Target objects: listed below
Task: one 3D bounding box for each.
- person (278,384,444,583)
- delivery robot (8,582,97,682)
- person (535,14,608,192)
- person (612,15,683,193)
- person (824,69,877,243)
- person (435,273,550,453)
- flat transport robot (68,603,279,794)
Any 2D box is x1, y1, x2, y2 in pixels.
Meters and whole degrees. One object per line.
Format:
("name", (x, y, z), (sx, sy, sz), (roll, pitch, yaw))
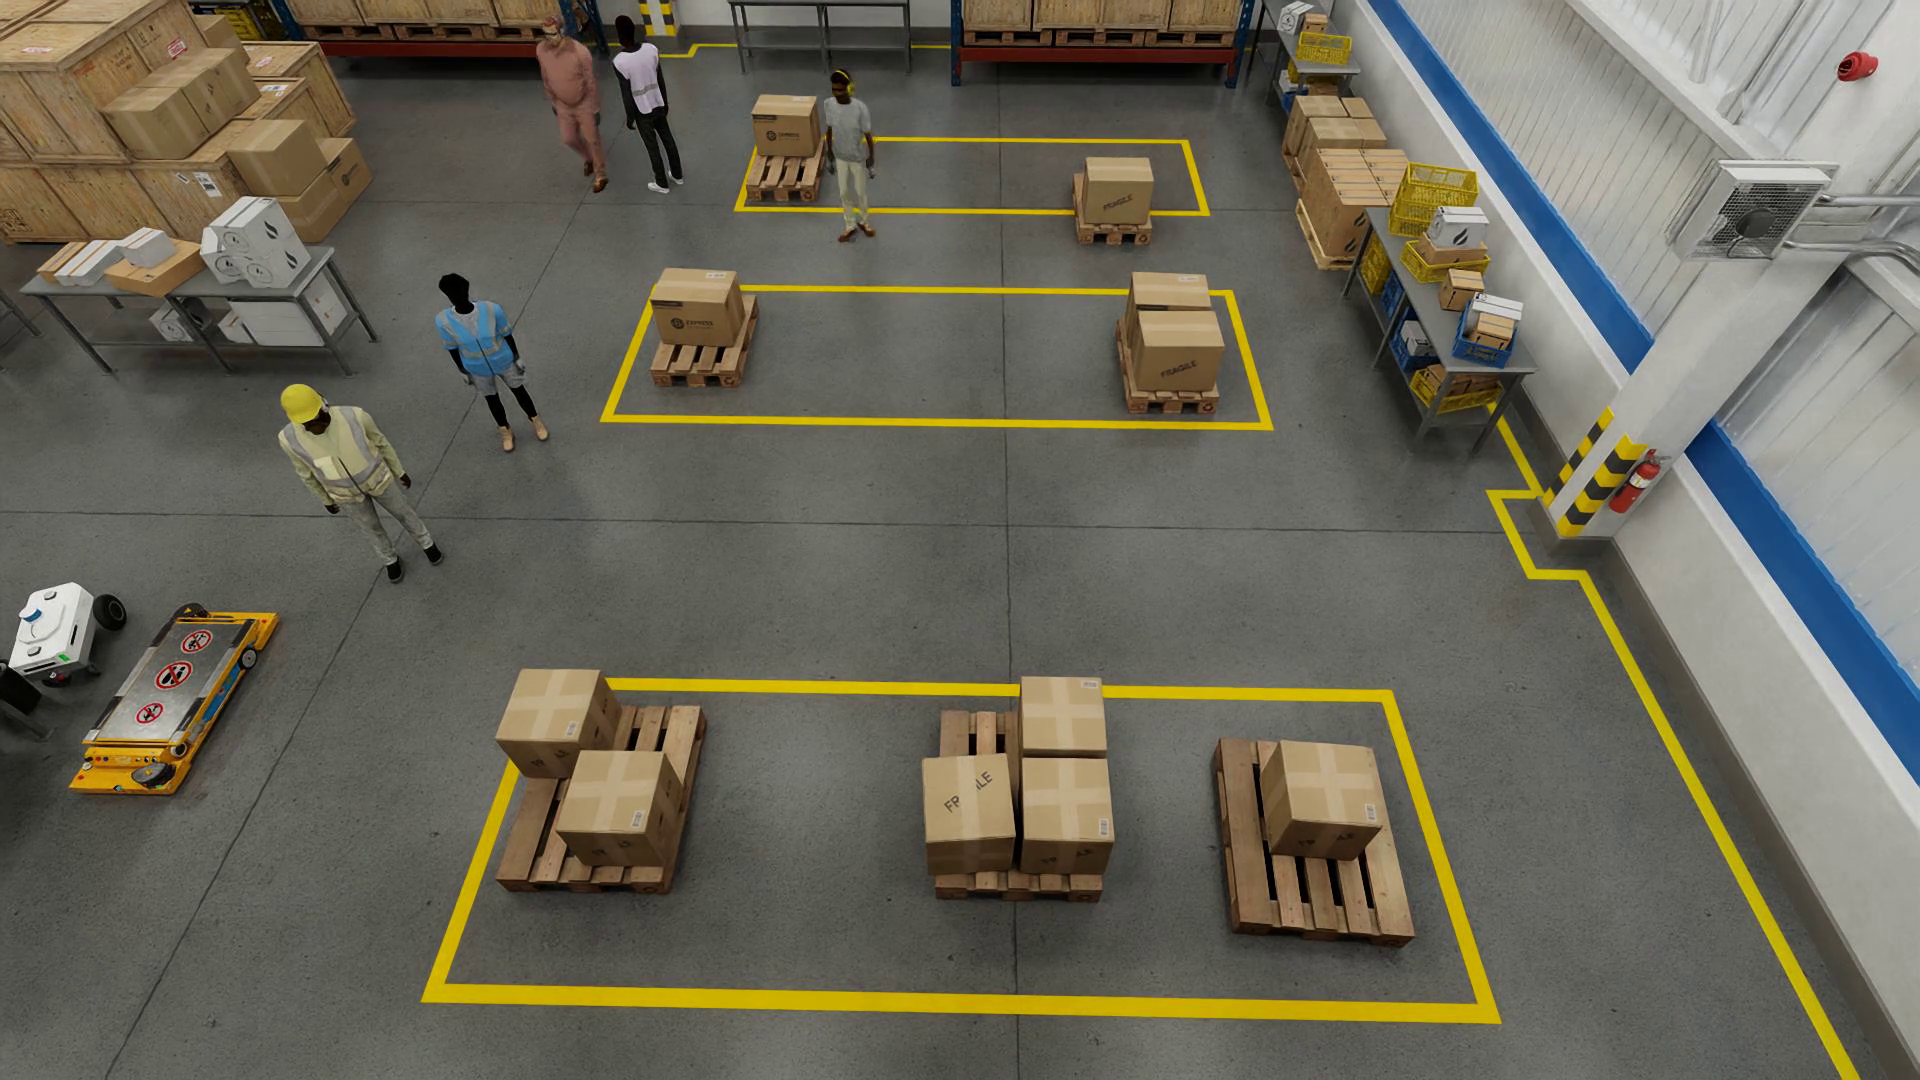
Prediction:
("person", (-4.367, -0.411, 6.681), (0.601, 1.830, 0.404), (-27, 55, -21))
("delivery robot", (-6.481, 0.654, 6.551), (0.477, 0.478, 0.707), (-17, 52, -14))
("person", (-4.425, -4.998, 10.525), (0.657, 1.890, 0.495), (4, 50, 4))
("person", (-3.562, -4.931, 10.450), (0.391, 1.920, 0.587), (30, 56, 23))
("person", (-1.160, -4.060, 9.760), (0.558, 1.855, 0.429), (14, 51, 12))
("person", (-3.924, -1.472, 7.665), (0.535, 1.700, 0.318), (-21, 53, -17))
("flat transport robot", (-5.504, 1.072, 6.442), (0.652, 0.197, 1.431), (1, 50, 1))
